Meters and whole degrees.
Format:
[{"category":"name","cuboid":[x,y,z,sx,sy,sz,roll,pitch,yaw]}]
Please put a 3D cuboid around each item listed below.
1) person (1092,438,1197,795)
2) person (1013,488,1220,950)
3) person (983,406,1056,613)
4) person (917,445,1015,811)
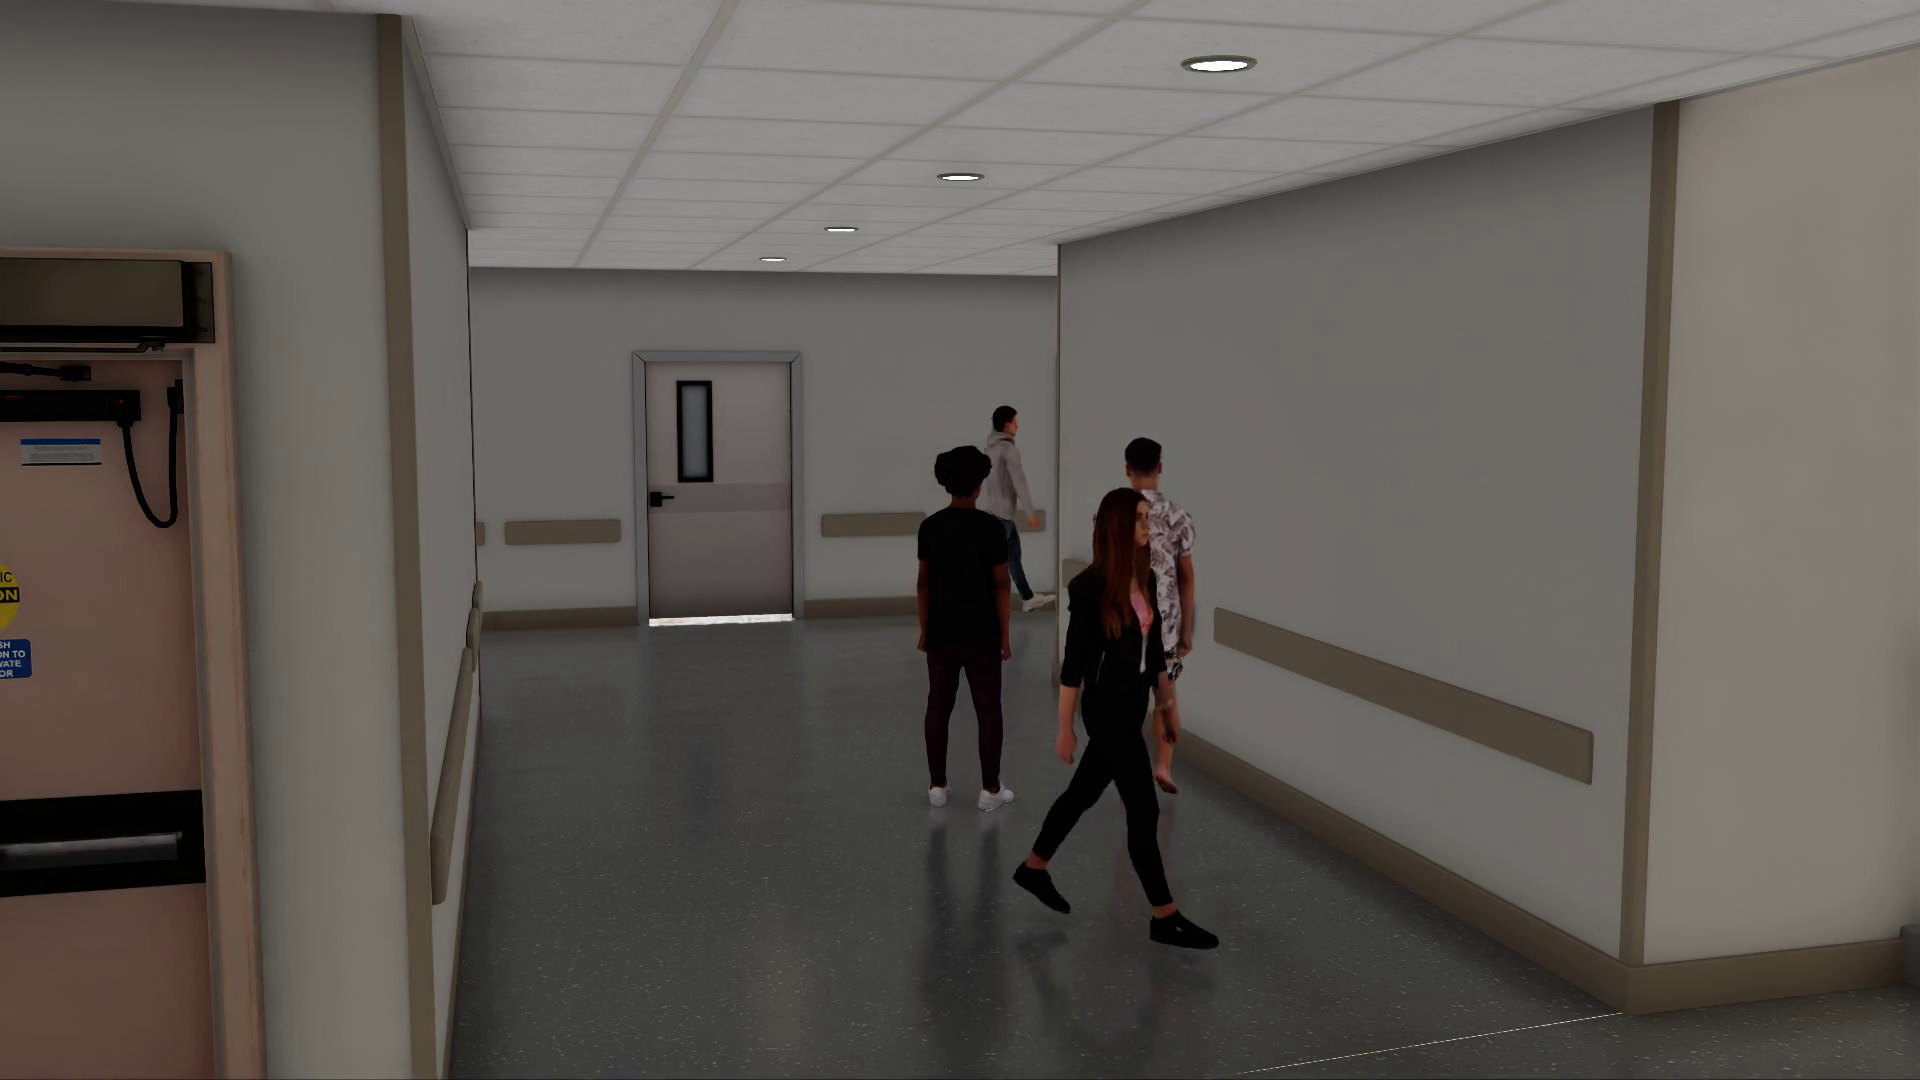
[{"category":"person","cuboid":[0.891,0.415,8.156,0.722,1.797,0.831,1,6,5]},{"category":"person","cuboid":[0.503,0.665,6.288,1.132,1.673,1.172,5,7,39]},{"category":"person","cuboid":[0.262,-0.207,14.260,1.101,1.814,0.697,-2,6,-16]},{"category":"person","cuboid":[0.014,0.420,8.186,0.658,1.781,0.773,2,6,15]}]
